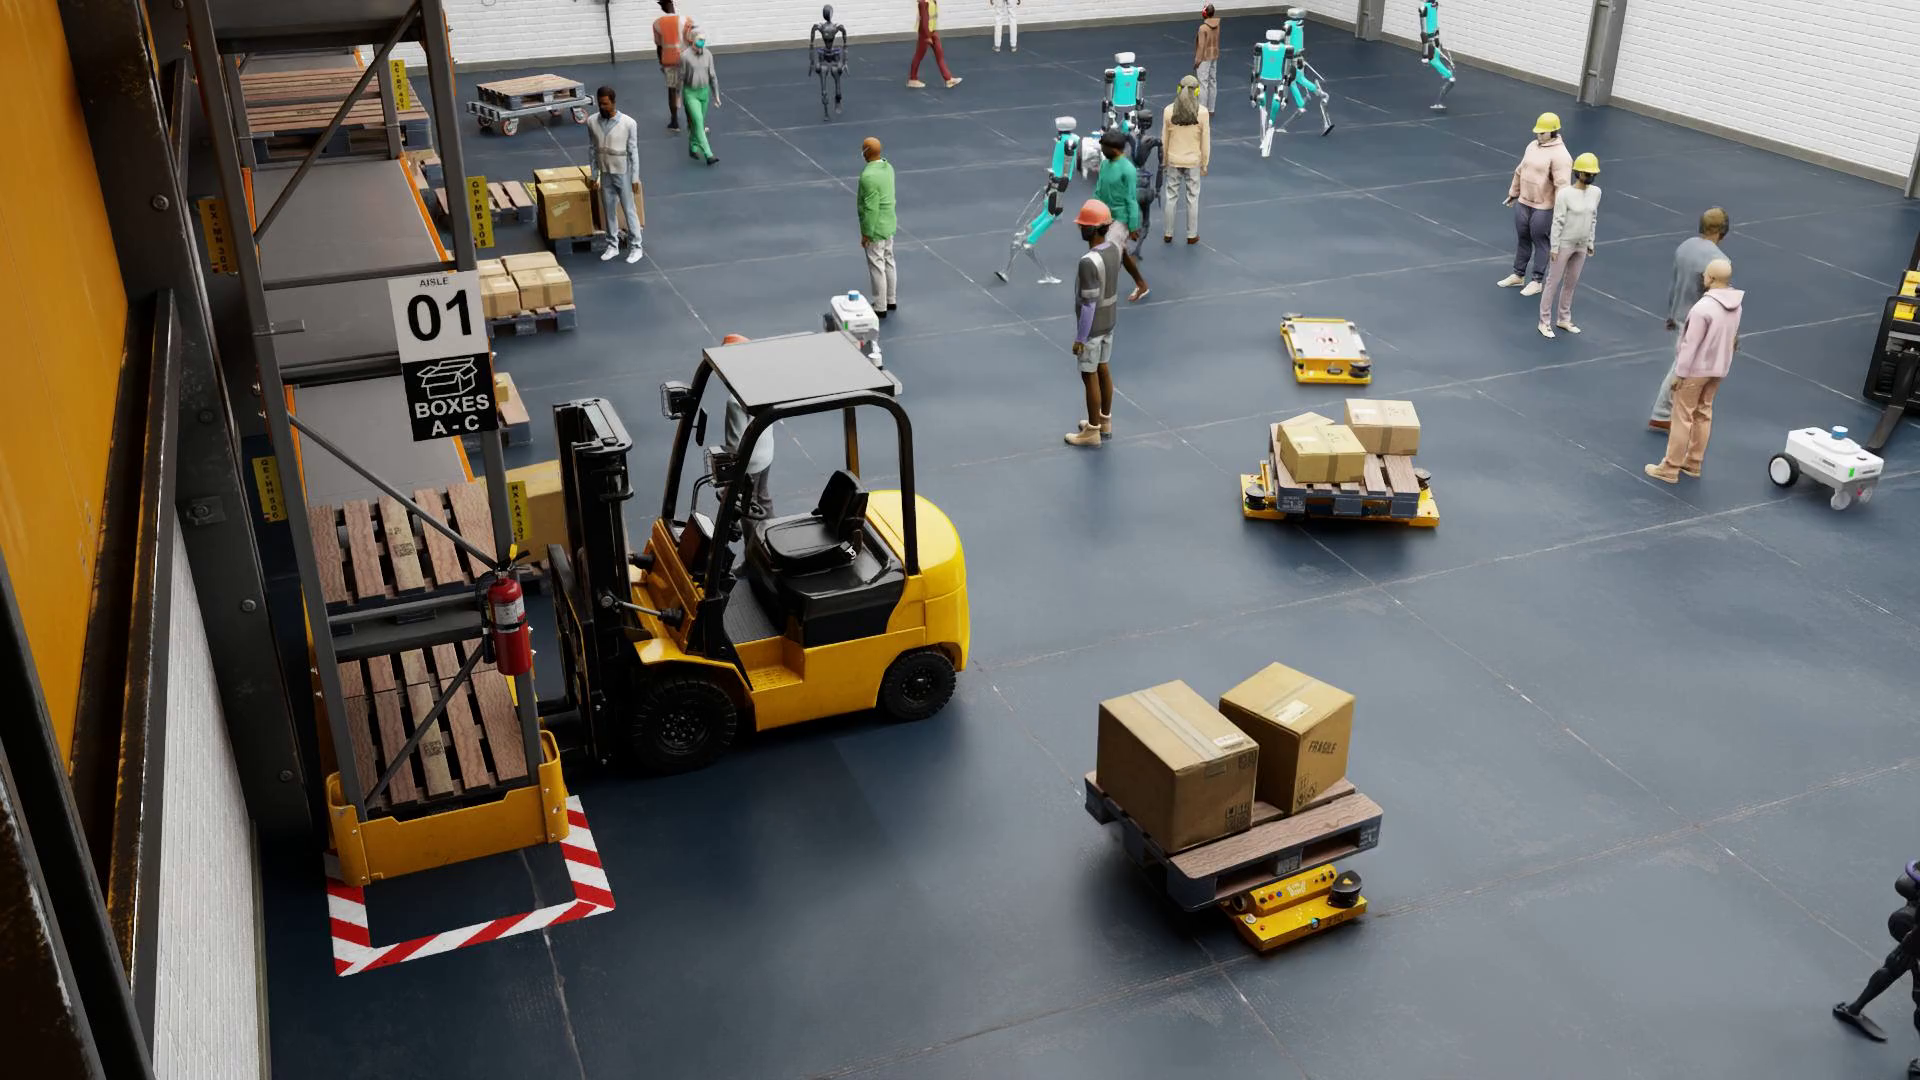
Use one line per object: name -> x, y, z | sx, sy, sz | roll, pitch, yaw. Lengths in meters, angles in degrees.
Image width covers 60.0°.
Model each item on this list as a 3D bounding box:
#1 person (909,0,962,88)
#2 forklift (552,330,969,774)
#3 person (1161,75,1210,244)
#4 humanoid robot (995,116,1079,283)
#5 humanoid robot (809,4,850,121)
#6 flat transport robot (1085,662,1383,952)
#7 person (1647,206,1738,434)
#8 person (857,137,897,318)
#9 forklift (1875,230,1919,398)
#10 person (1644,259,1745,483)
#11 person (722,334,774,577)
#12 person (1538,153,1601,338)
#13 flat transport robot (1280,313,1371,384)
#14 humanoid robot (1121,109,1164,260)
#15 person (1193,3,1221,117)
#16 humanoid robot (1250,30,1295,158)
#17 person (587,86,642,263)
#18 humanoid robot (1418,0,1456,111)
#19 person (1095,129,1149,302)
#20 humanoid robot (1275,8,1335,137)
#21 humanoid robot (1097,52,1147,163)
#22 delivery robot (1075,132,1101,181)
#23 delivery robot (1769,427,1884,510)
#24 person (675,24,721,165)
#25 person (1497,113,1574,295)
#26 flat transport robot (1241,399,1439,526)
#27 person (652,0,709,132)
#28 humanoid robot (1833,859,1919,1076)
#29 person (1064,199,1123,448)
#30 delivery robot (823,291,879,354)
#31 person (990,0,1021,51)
person -> -0.432, -8.013, 26.307 | 0.918, 1.719, 0.504 | 12, 29, 23
forklift -> -1.094, 0.010, 9.831 | 2.313, 2.155, 1.214 | -10, 28, -20
person -> 2.514, -4.246, 18.648 | 0.554, 1.877, 0.409 | 7, 27, 13
humanoid robot -> 0.756, -3.481, 17.349 | 0.942, 1.812, 0.560 | -3, 27, -6
humanoid robot -> -1.922, -7.028, 24.407 | 0.608, 1.637, 0.540 | 0, 27, 1
flat transport robot -> 1.431, 1.602, 8.801 | 0.659, 0.231, 1.431 | -13, 29, -24
person -> 6.102, -1.780, 13.697 | 0.580, 1.911, 0.727 | -2, 27, -4
person -> -0.821, -3.080, 16.431 | 0.385, 1.781, 0.541 | 11, 29, 21
forklift -> 9.029, -2.397, 14.618 | 1.214, 2.155, 2.313 | 18, 32, 32
person -> 5.754, -1.296, 12.892 | 0.541, 1.774, 0.419 | -15, 30, -27
person -> -1.478, -0.586, 11.517 | 0.351, 1.739, 0.572 | 7, 28, 14
person -> 5.865, -2.825, 15.937 | 0.524, 1.772, 0.303 | -11, 29, -21
flat transport robot -> 3.407, -1.791, 15.550 | 0.659, 0.231, 1.431 | 2, 27, 3
humanoid robot -> 1.907, -3.845, 18.075 | 0.595, 1.648, 0.382 | 13, 29, 23
person -> 3.627, -7.028, 24.424 | 0.461, 1.651, 0.329 | -24, 35, -39
humanoid robot -> 4.175, -5.987, 22.297 | 0.546, 1.733, 1.040 | 7, 28, 14
person -> -3.735, -3.978, 18.080 | 0.589, 1.909, 0.382 | 9, 28, 18
humanoid robot -> 7.154, -7.199, 24.726 | 0.800, 1.819, 0.553 | 18, 32, 31
person -> 1.583, -3.216, 16.685 | 0.922, 1.800, 0.515 | -13, 29, -24
humanoid robot -> 4.952, -6.524, 23.381 | 1.002, 1.775, 0.533 | 18, 32, 31
humanoid robot -> 1.939, -5.211, 20.624 | 0.530, 1.711, 0.720 | -7, 28, -14
delivery robot -> 1.758, -4.994, 21.615 | 0.499, 0.606, 0.807 | 1, 27, 2
delivery robot -> 6.716, -0.592, 12.856 | 0.511, 0.603, 0.775 | -8, 28, -16
person -> -3.411, -5.876, 21.968 | 0.535, 1.794, 0.931 | -22, 34, -37
person -> 5.954, -3.466, 17.110 | 0.413, 1.861, 0.793 | -12, 29, -23
flat transport robot -> 2.881, -0.348, 12.680 | 1.431, 0.231, 0.659 | 3, 27, 5
person -> -3.959, -6.782, 23.647 | 0.778, 1.930, 0.373 | 7, 27, 13
humanoid robot -> 4.320, 1.601, 7.257 | 0.584, 1.637, 0.642 | -20, 33, -34
person -> 1.067, -1.749, 13.494 | 0.382, 2.041, 0.614 | 13, 30, 25
delivery robot -> -1.006, -2.075, 15.793 | 0.499, 0.592, 0.774 | -7, 27, -13
person -> 0.799, -9.553, 29.208 | 0.570, 1.877, 0.349 | -2, 27, -4
